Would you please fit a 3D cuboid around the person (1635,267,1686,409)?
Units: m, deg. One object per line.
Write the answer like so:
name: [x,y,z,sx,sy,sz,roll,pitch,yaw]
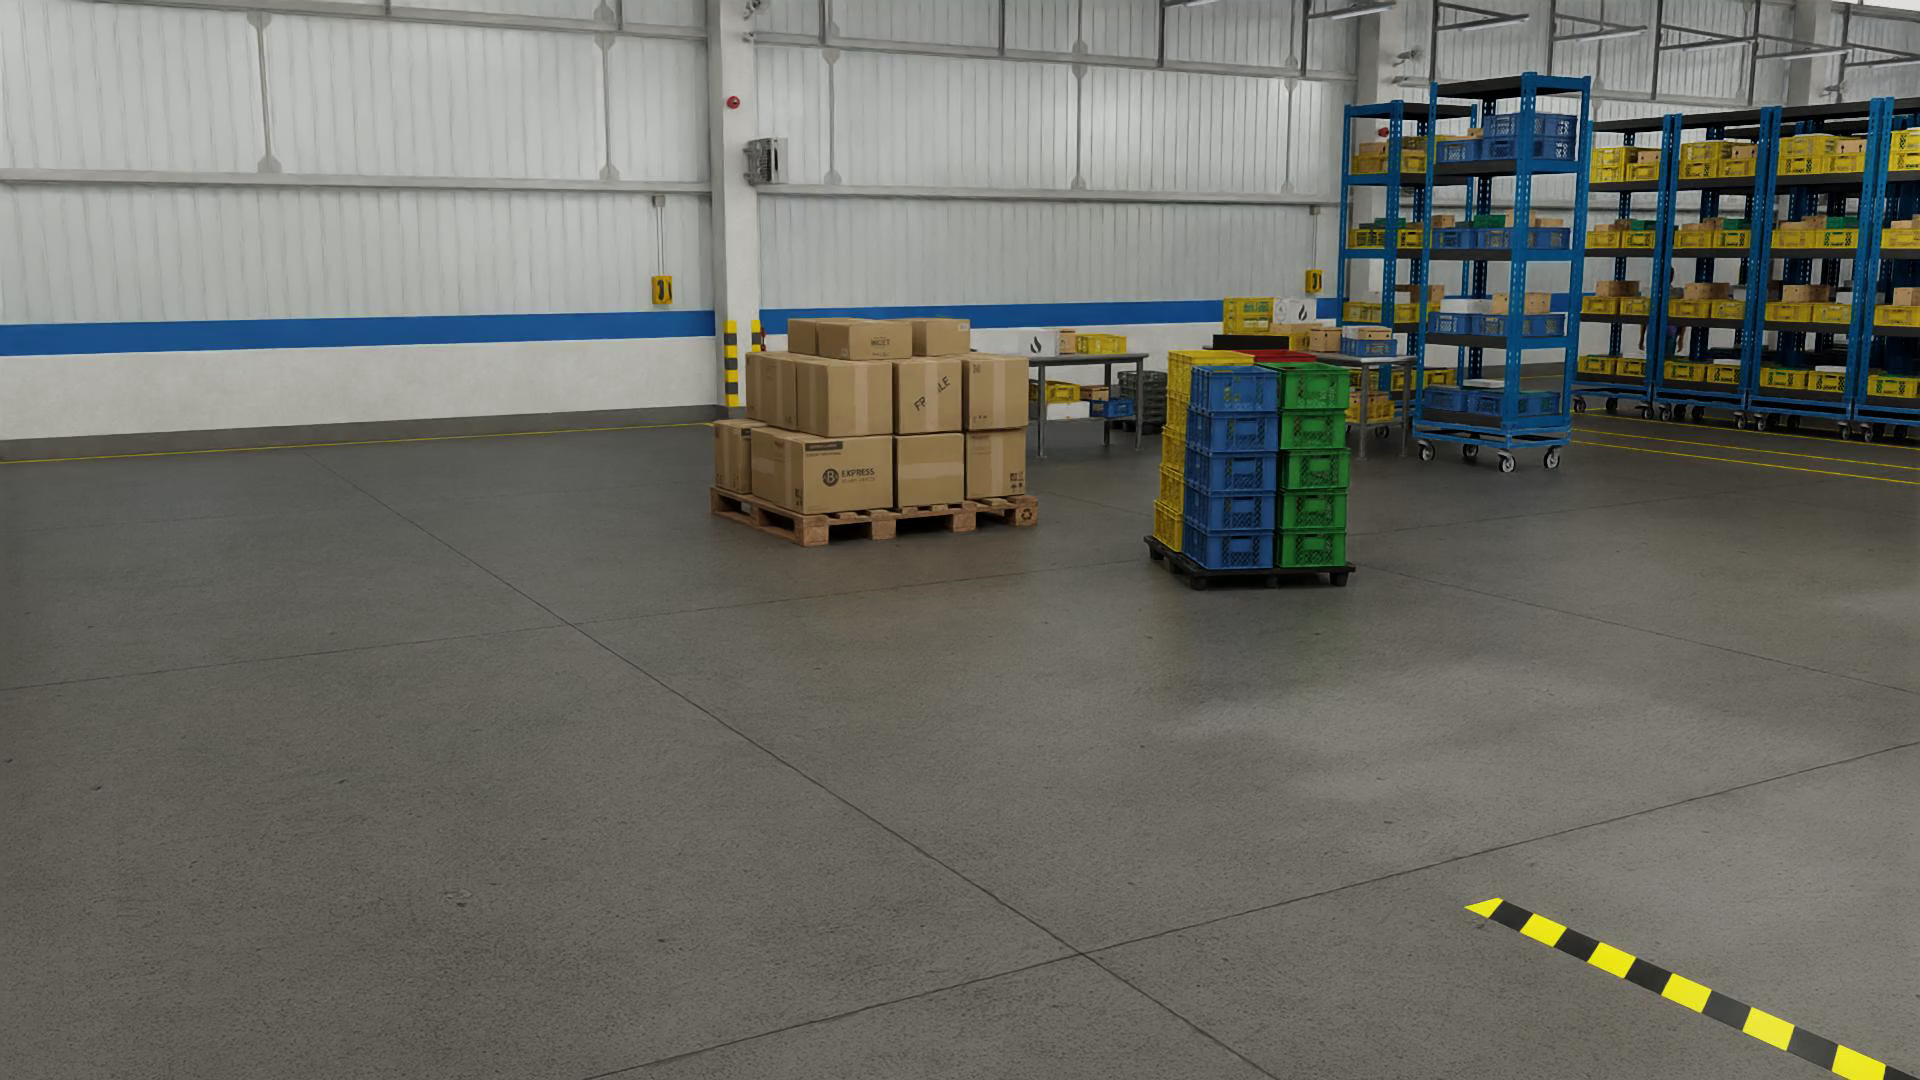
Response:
person: [8.953,-2.574,21.195,0.375,1.837,0.570,-10,14,-43]
